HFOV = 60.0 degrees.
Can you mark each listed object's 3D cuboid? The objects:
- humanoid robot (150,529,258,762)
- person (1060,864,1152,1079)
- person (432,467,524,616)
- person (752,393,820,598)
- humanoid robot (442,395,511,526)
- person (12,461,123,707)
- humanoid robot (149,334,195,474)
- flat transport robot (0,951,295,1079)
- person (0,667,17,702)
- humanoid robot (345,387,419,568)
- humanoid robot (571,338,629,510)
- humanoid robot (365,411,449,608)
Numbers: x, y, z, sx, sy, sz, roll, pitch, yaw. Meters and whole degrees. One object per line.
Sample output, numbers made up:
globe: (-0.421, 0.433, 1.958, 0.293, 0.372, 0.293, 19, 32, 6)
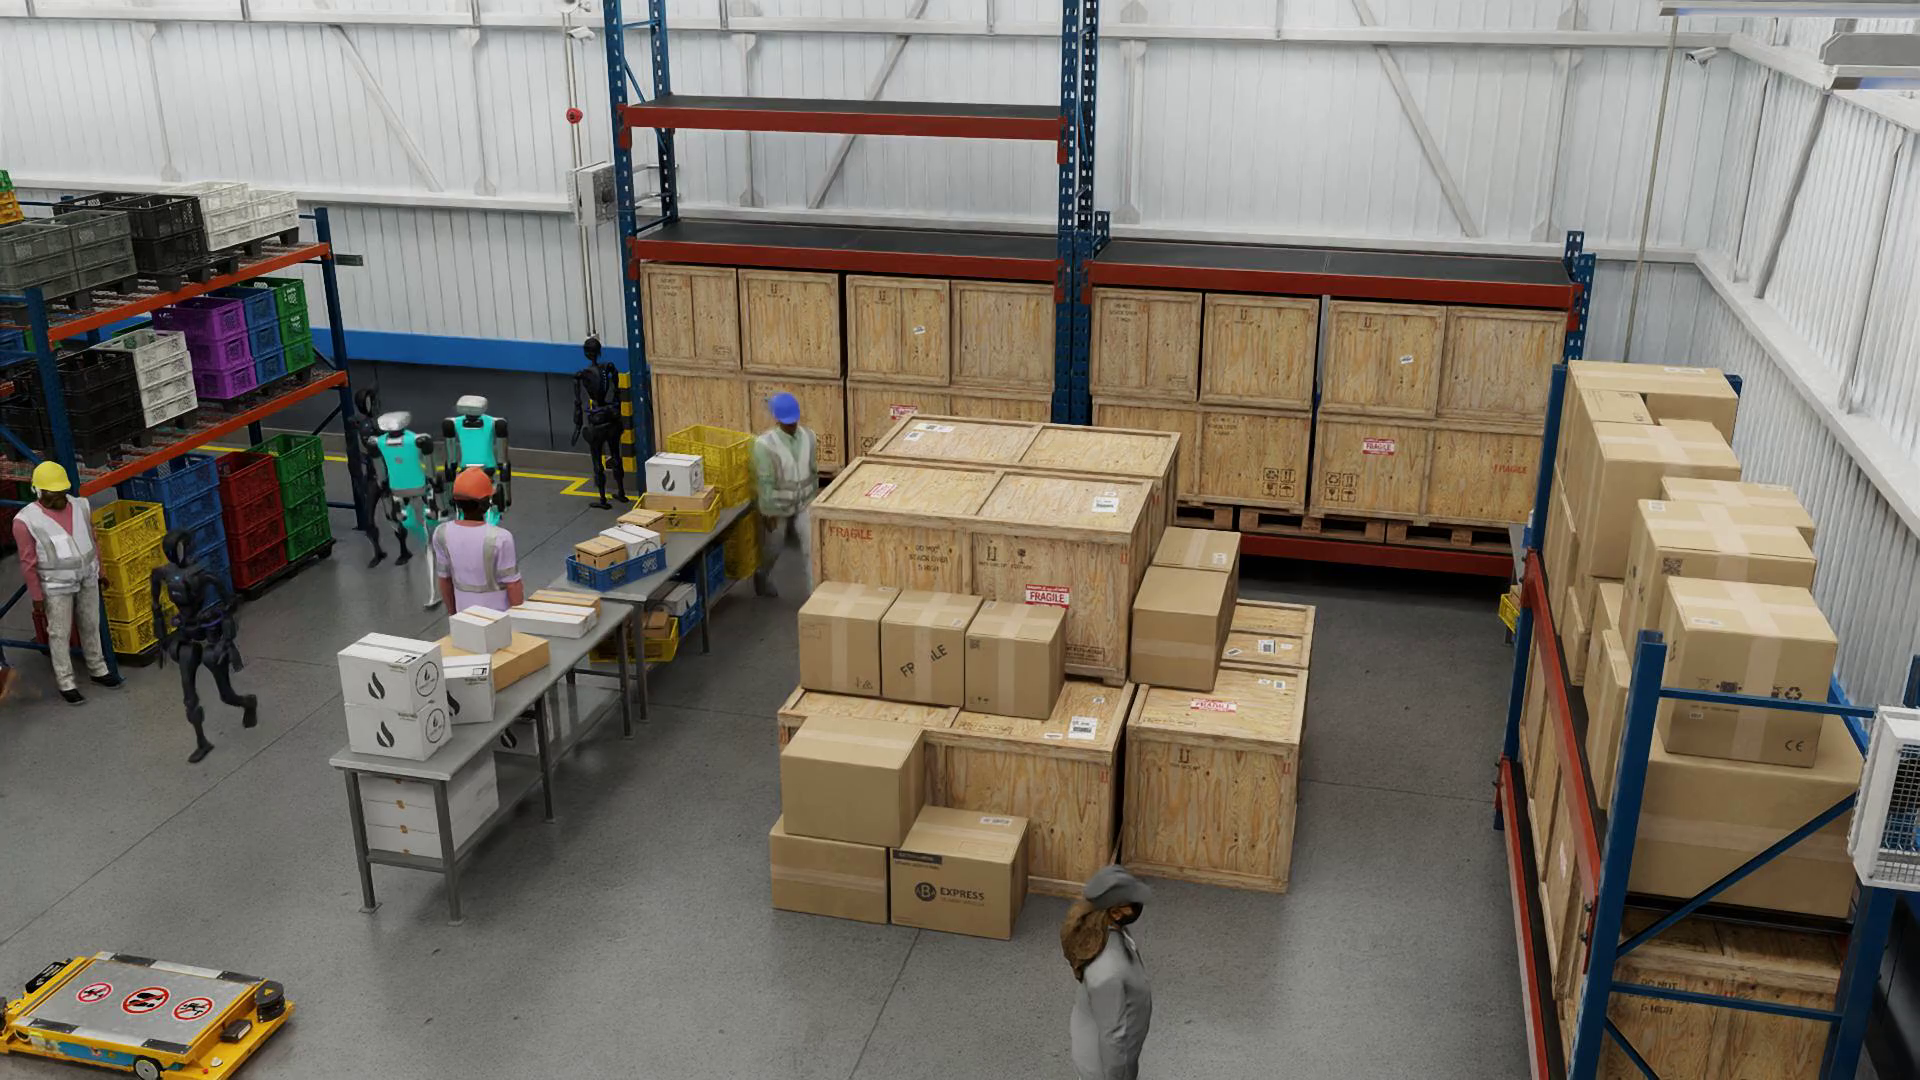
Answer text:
humanoid robot: (-5.176, 0.658, 11.391, 0.608, 1.642, 0.676, 2, 21, 5)
person: (0.621, 2.194, 7.203, 0.400, 1.769, 0.562, 0, 21, 0)
person: (-3.211, 0.489, 11.282, 0.605, 2.045, 0.368, 6, 22, 14)
person: (-1.432, -0.320, 13.601, 0.615, 1.903, 0.935, -14, 25, -31)
humanoid robot: (-3.958, -0.275, 13.623, 0.549, 1.751, 0.677, -2, 21, -5)
person: (-6.472, 0.297, 12.083, 0.404, 1.827, 0.599, 11, 23, 26)
humanoid robot: (-7.693, -1.220, 16.179, 0.548, 1.753, 0.953, -3, 21, -7)
flat transport robot: (-4.270, 2.464, 8.601, 1.431, 0.231, 0.659, 5, 22, 13)
person: (-7.336, 0.310, 12.034, 0.859, 1.835, 0.611, 3, 21, 8)
humanoid robot: (-5.035, -0.549, 14.522, 0.609, 1.642, 0.425, 2, 21, 5)
humanoid robot: (-3.470, -1.128, 16.007, 0.315, 1.655, 0.599, 16, 26, 36)
humanoid robot: (-4.446, -0.261, 13.783, 0.548, 1.827, 0.844, 1, 21, 2)
